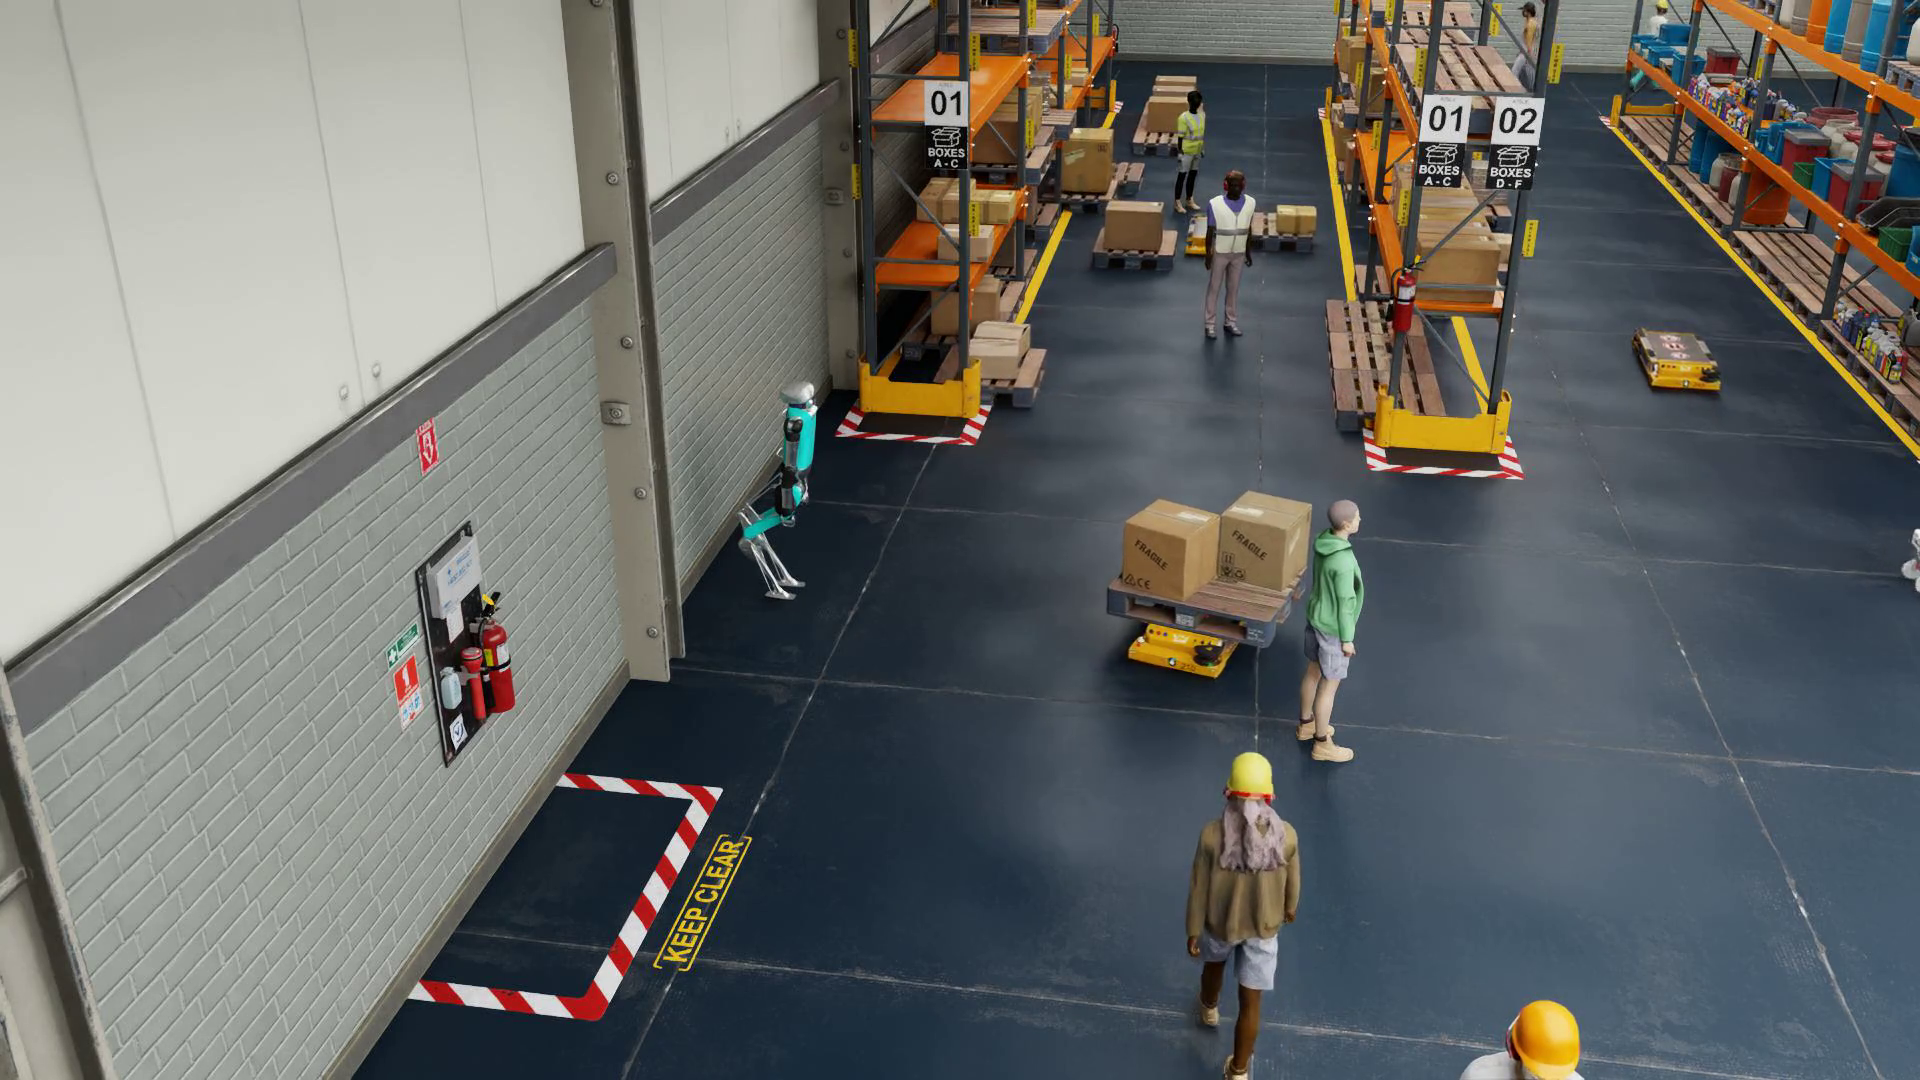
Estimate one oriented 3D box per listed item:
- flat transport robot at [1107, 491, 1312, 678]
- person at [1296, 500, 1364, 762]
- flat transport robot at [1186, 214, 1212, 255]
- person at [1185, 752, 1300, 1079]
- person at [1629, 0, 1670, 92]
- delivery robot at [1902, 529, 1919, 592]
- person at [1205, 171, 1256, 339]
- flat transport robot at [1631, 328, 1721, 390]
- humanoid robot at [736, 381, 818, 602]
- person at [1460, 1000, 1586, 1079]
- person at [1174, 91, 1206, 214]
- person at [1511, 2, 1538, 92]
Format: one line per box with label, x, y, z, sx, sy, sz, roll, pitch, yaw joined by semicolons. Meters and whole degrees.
flat transport robot;1.787;0.555;12.169;0.659;0.231;1.431;12;27;23
person;2.320;0.559;10.421;0.344;1.743;0.472;-4;25;-9
flat transport robot;3.351;-4.022;21.967;0.659;0.231;1.431;4;25;9
person;1.338;1.742;7.903;0.528;1.724;0.867;3;25;7
person;13.318;-9.494;31.934;0.828;1.734;0.518;-2;25;-4
delivery robot;7.698;0.132;12.728;0.783;0.586;0.499;3;25;7
person;2.934;-3.135;18.205;0.563;1.844;0.385;-8;26;-17
flat transport robot;7.490;-1.901;17.426;0.659;0.231;1.431;5;26;11
humanoid robot;-1.394;-0.370;12.302;0.733;1.692;0.535;4;25;9
person;2.042;2.464;6.175;0.569;1.889;0.389;8;26;17
person;3.233;-5.444;23.316;0.539;1.698;0.317;-20;32;-36
person;10.439;-9.053;30.913;0.968;1.811;0.560;11;27;22
